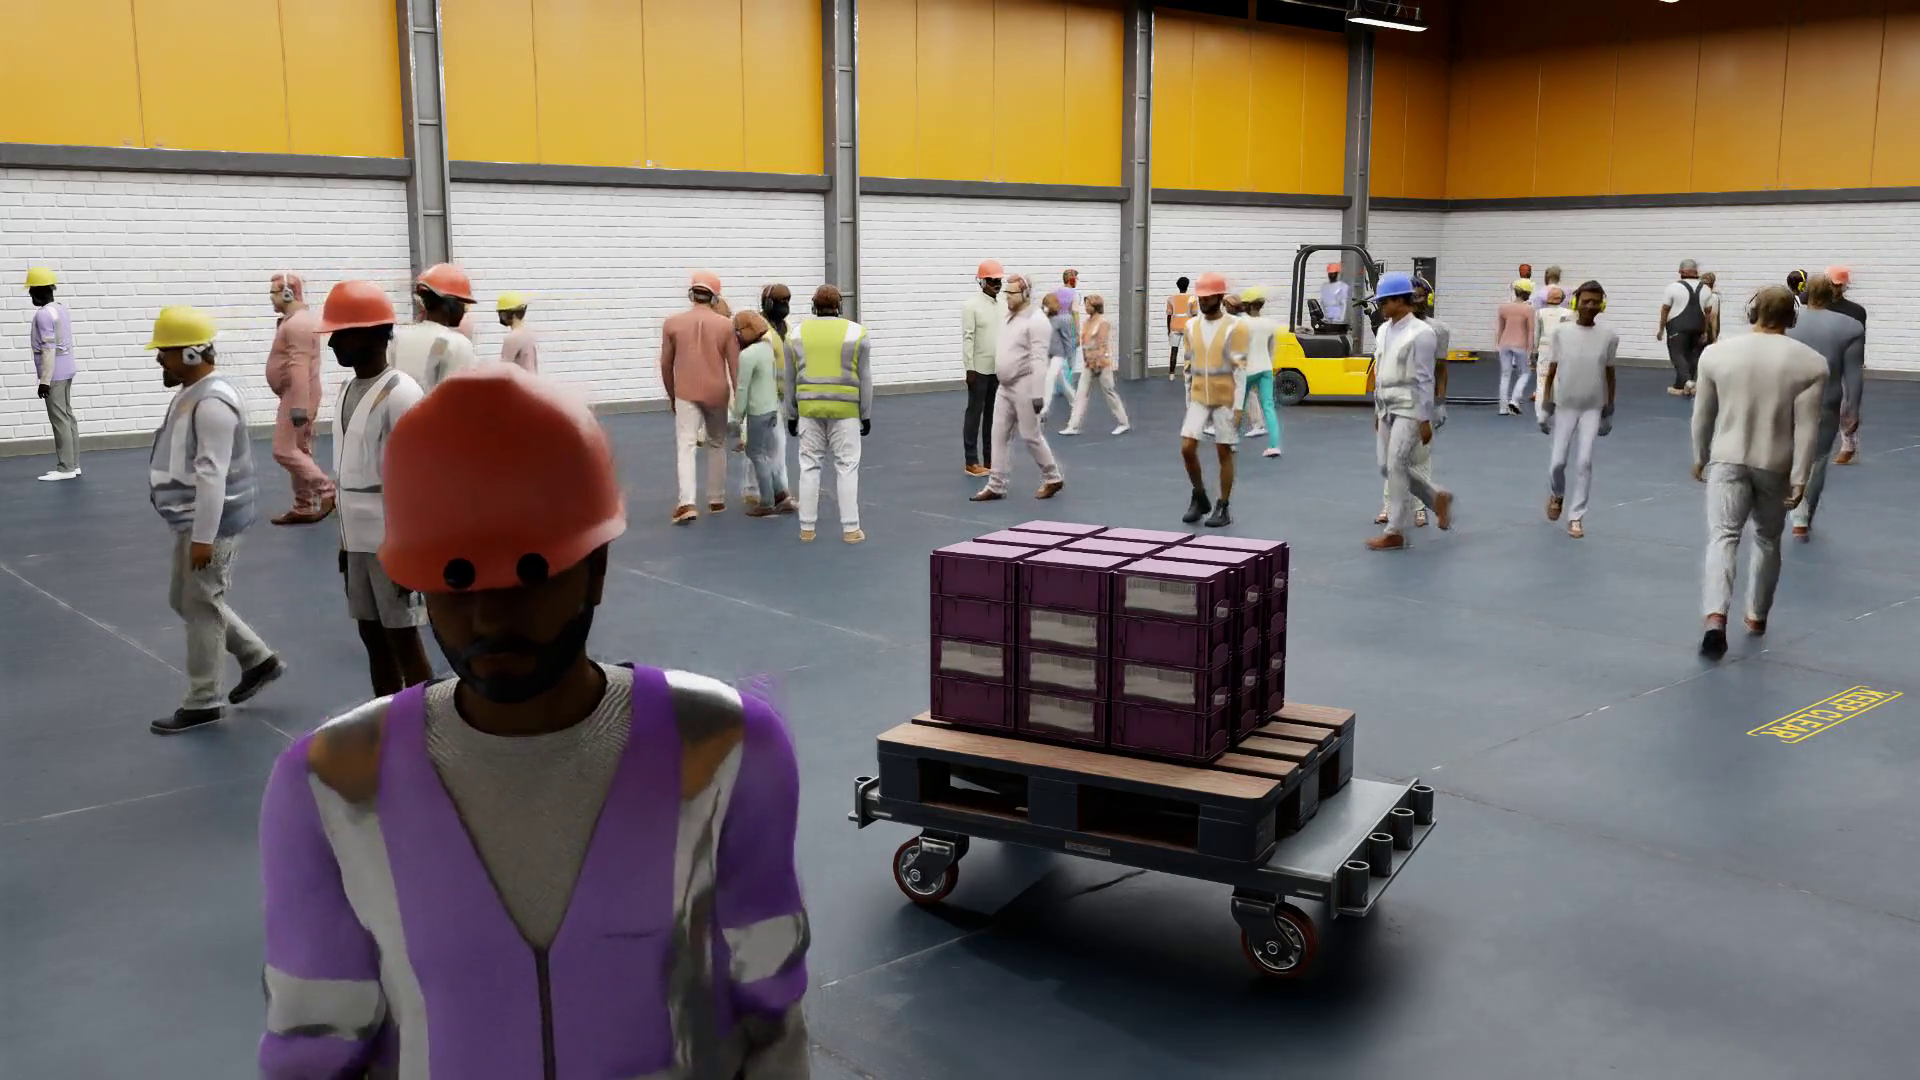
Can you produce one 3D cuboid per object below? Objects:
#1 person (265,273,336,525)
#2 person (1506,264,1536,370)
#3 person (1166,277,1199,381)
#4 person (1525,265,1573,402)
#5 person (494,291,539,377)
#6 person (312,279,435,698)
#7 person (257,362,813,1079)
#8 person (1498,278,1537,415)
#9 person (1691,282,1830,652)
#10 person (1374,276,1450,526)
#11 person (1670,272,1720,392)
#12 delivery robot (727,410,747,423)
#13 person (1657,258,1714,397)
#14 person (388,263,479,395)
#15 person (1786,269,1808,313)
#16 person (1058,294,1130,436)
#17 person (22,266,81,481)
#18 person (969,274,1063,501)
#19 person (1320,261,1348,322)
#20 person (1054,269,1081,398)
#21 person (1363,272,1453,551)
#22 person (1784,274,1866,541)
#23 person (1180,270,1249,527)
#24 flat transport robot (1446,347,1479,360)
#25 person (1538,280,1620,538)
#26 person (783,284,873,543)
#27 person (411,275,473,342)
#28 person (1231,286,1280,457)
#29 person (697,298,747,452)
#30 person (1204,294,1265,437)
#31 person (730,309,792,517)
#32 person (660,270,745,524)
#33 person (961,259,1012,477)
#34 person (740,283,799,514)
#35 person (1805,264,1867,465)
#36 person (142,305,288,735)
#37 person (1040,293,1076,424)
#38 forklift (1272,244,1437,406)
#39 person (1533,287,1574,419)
[{"bbox_3d":[-4.974,-1.043,12.466,0.436,1.894,0.678,-4,10,-21],"label":"person"},{"bbox_3d":[9.964,-3.947,29.510,0.342,1.881,0.579,-7,12,-36],"label":"person"},{"bbox_3d":[3.588,-3.399,26.864,0.534,1.694,0.318,4,11,23],"label":"person"},{"bbox_3d":[8.082,-2.794,22.694,0.632,1.912,0.852,-5,11,-28],"label":"person"},{"bbox_3d":[-3.732,-1.179,13.774,0.852,1.726,0.527,0,10,-2],"label":"person"},{"bbox_3d":[-2.207,-0.004,6.269,0.551,1.934,0.362,9,13,43],"label":"person"},{"bbox_3d":[-0.431,0.773,1.769,0.573,1.918,0.439,-2,10,-10],"label":"person"},{"bbox_3d":[7.065,-2.445,21.111,0.552,1.748,0.378,9,14,44],"label":"person"},{"bbox_3d":[4.096,-0.376,8.587,0.625,1.904,0.994,5,11,25],"label":"person"},{"bbox_3d":[3.404,-1.037,12.506,0.519,1.873,0.328,5,11,27],"label":"person"},{"bbox_3d":[11.080,-3.046,24.507,0.952,1.793,0.589,5,11,27],"label":"person"},{"bbox_3d":[-2.495,-1.475,18.644,0.477,0.478,0.707,9,13,43],"label":"delivery robot"},{"bbox_3d":[10.504,-3.085,24.003,0.705,2.000,0.849,-1,10,-7],"label":"person"},{"bbox_3d":[-2.900,-0.475,8.885,0.618,2.001,0.810,7,12,37],"label":"person"},{"bbox_3d":[9.379,-2.105,18.762,0.328,1.874,0.521,-4,10,-21],"label":"person"},{"bbox_3d":[1.556,-1.971,18.775,0.860,1.597,0.546,-5,11,-26],"label":"person"},{"bbox_3d":[-8.208,-1.499,15.045,0.362,1.928,0.587,-3,10,-14],"label":"person"},{"bbox_3d":[0.502,-1.253,13.753,0.801,1.882,0.660,-6,11,-31],"label":"person"},{"bbox_3d":[6.593,-3.971,29.528,0.412,1.924,0.576,-8,13,-40],"label":"person"},{"bbox_3d":[1.514,-2.934,23.729,0.394,1.836,0.575,-6,11,-32],"label":"person"},{"bbox_3d":[3.148,-0.895,11.537,0.762,1.922,0.619,-3,10,-19],"label":"person"},{"bbox_3d":[6.143,-0.970,12.062,0.652,1.884,1.012,4,10,22],"label":"person"},{"bbox_3d":[1.887,-1.037,12.379,0.563,1.920,0.464,6,12,33],"label":"person"},{"bbox_3d":[9.625,-3.623,32.323,0.652,0.197,1.431,1,10,7],"label":"flat transport robot"},{"bbox_3d":[4.486,-0.959,12.097,0.545,1.855,0.530,3,10,15],"label":"person"},{"bbox_3d":[-0.936,-0.892,11.814,0.641,1.832,0.431,2,10,9],"label":"person"},{"bbox_3d":[-4.089,-1.091,12.826,0.671,1.868,0.922,5,11,29],"label":"person"},{"bbox_3d":[2.976,-1.706,16.872,0.538,1.717,0.909,-5,11,-26],"label":"person"},{"bbox_3d":[-2.519,-1.698,17.179,0.844,1.581,0.522,2,10,10],"label":"person"},{"bbox_3d":[3.059,-1.919,18.455,0.834,1.587,0.522,-2,10,-13],"label":"person"},{"bbox_3d":[-1.573,-0.966,12.832,0.331,1.614,0.517,3,10,16],"label":"person"},{"bbox_3d":[-1.976,-1.098,12.747,0.642,1.935,0.953,-1,10,-8],"label":"person"},{"bbox_3d":[0.261,-1.590,15.379,0.383,1.996,0.609,9,13,43],"label":"person"},{"bbox_3d":[-1.443,-1.120,13.198,0.822,1.801,0.635,5,11,25],"label":"person"},{"bbox_3d":[8.339,-1.650,15.880,1.022,1.950,0.631,-7,12,-35],"label":"person"},{"bbox_3d":[-3.236,-0.091,7.117,0.536,1.821,0.601,-6,12,-33],"label":"person"},{"bbox_3d":[1.167,-2.213,20.266,0.926,1.581,0.475,-6,12,-32],"label":"person"},{"bbox_3d":[5.256,-2.933,22.661,2.313,2.155,1.214,3,10,16],"label":"forklift"},{"bbox_3d":[7.383,-2.319,20.695,0.511,1.638,0.308,8,12,39],"label":"person"}]
